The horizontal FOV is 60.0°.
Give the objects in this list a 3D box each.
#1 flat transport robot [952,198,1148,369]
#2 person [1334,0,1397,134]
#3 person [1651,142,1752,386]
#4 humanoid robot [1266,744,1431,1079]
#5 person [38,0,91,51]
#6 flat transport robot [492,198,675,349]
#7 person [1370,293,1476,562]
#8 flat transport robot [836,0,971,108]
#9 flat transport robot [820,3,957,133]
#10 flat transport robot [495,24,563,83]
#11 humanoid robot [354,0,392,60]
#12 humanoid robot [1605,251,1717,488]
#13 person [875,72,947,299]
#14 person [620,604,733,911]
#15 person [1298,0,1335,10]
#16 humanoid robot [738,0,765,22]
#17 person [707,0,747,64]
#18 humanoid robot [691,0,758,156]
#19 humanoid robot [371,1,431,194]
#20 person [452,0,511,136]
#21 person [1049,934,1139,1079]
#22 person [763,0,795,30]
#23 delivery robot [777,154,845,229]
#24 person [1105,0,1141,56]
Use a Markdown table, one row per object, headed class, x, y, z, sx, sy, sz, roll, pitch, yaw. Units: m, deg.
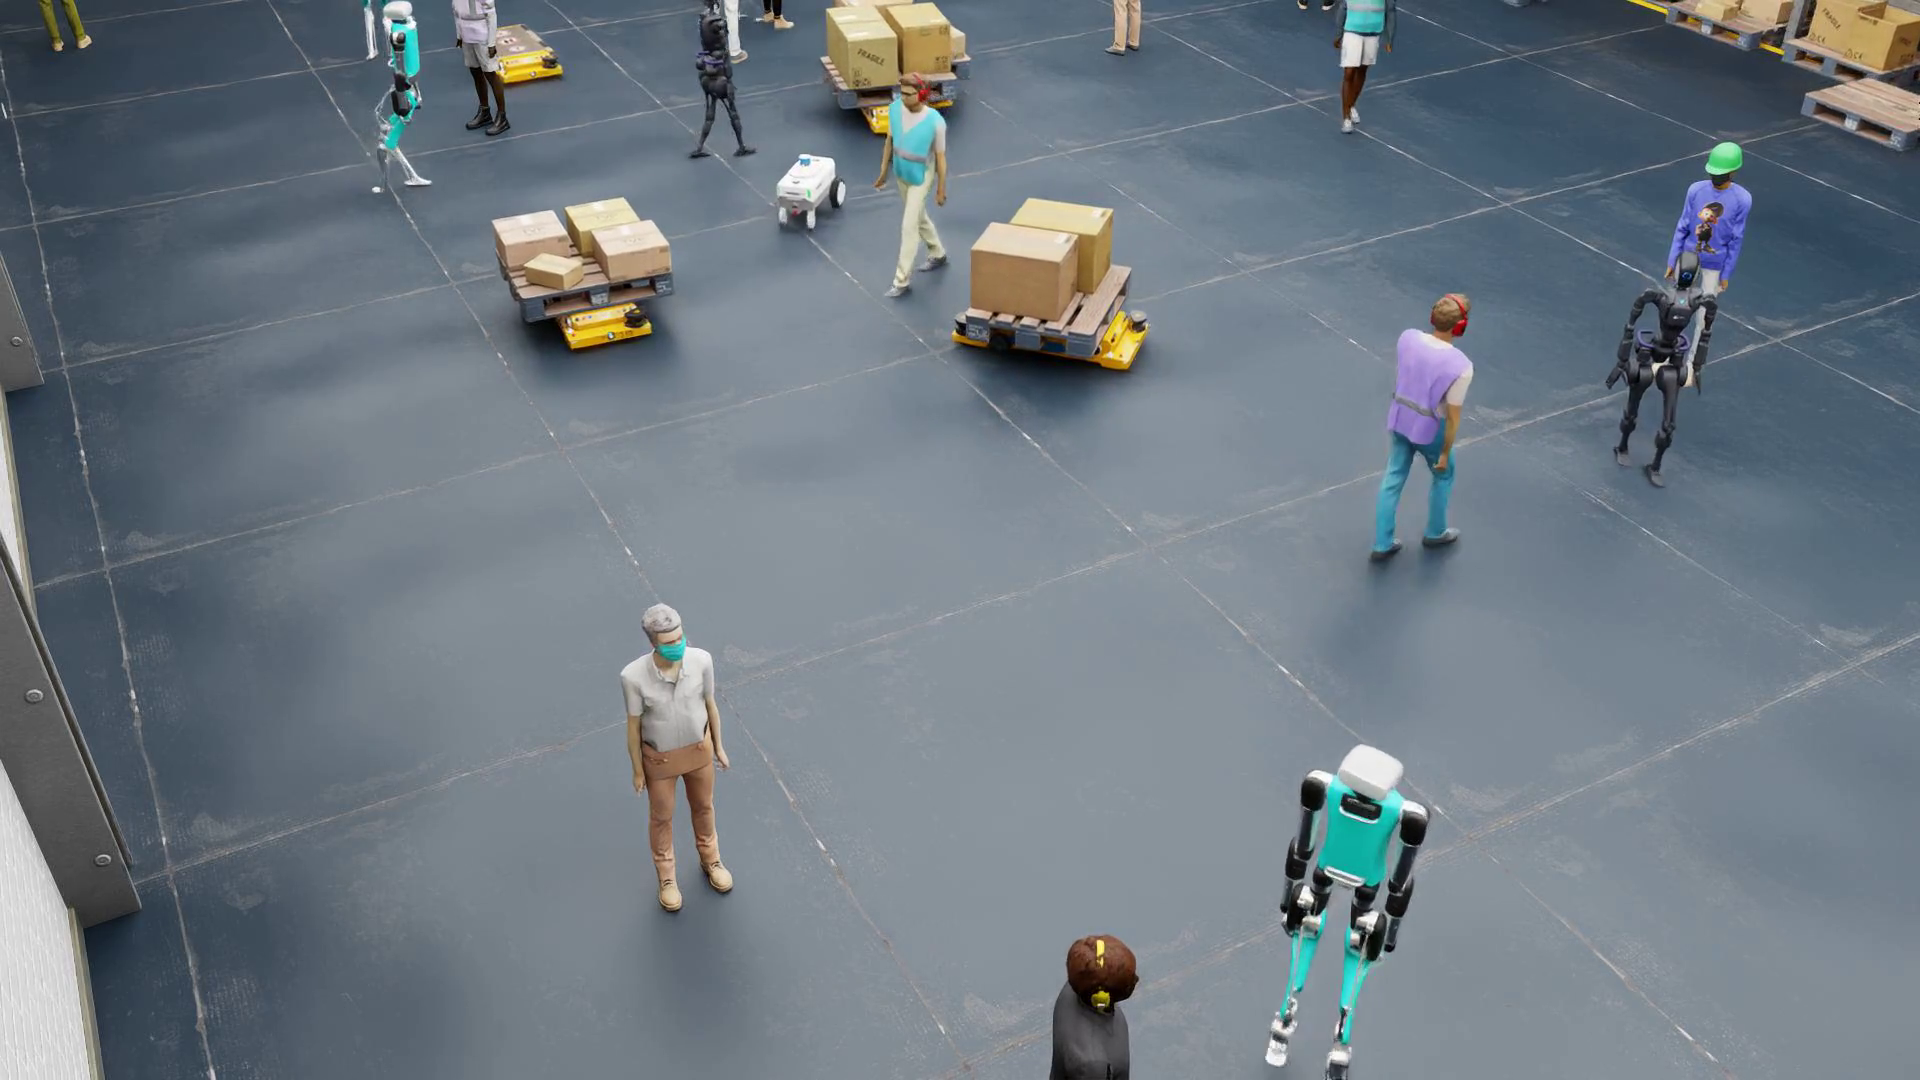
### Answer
| class | x | y | z | sx | sy | sz | roll | pitch | yaw |
| --- | --- | --- | --- | --- | --- | --- | --- | --- | --- |
| flat transport robot | 0.712 | -1.672 | 13.102 | 1.431 | 0.231 | 0.659 | 11 | 37 | 15 |
| person | 4.016 | -4.960 | 16.367 | 0.575 | 1.906 | 0.839 | -3 | 35 | -4 |
| person | 5.451 | -2.037 | 12.241 | 0.473 | 1.861 | 0.369 | 25 | 42 | 31 |
| humanoid robot | 1.523 | 1.746 | 6.971 | 0.531 | 1.799 | 0.798 | 17 | 38 | 23 |
| person | -10.139 | -6.361 | 18.430 | 0.535 | 1.836 | 0.368 | -11 | 37 | -16 |
| flat transport robot | -3.034 | -1.994 | 13.563 | 0.659 | 0.231 | 1.431 | -15 | 38 | -20 |
| person | 2.951 | -0.718 | 10.386 | 0.780 | 1.815 | 0.573 | -26 | 42 | -32 |
| flat transport robot | -0.619 | -4.890 | 17.698 | 0.659 | 0.231 | 1.431 | -11 | 37 | -16 |
| flat transport robot | -0.738 | -4.578 | 17.252 | 0.659 | 0.231 | 1.431 | -9 | 36 | -13 |
| flat transport robot | -4.956 | -5.403 | 18.430 | 0.659 | 0.231 | 1.431 | -18 | 39 | -24 |
| humanoid robot | -6.433 | -6.104 | 18.168 | 0.533 | 1.792 | 0.746 | -7 | 36 | -10 |
| humanoid robot | 4.697 | -1.170 | 11.164 | 0.611 | 1.641 | 0.538 | 5 | 35 | 7 |
| person | -0.376 | -2.935 | 13.590 | 0.875 | 1.821 | 0.580 | -29 | 44 | -35 |
| person | -1.353 | 1.029 | 7.956 | 0.469 | 1.750 | 0.321 | -16 | 38 | -22 |
| person | 4.300 | -7.269 | 19.616 | 0.613 | 1.963 | 0.361 | 7 | 36 | 10 |
| humanoid robot | -2.605 | -6.860 | 19.225 | 0.875 | 1.760 | 0.548 | -21 | 40 | -27 |
| person | -2.595 | -6.147 | 18.092 | 0.574 | 1.880 | 0.353 | 15 | 38 | 20 |
| humanoid robot | -2.321 | -4.474 | 15.903 | 0.674 | 1.643 | 0.588 | -20 | 40 | -26 |
| humanoid robot | -5.234 | -3.965 | 15.192 | 0.808 | 1.884 | 0.544 | -1 | 35 | -1 |
| person | -4.775 | -4.947 | 16.327 | 0.551 | 1.933 | 0.369 | 24 | 41 | 30 |
| person | 0.493 | 2.163 | 6.227 | 0.356 | 1.876 | 0.494 | 0 | 35 | 1 |
| person | -2.118 | -6.744 | 19.104 | 0.318 | 1.690 | 0.529 | -19 | 39 | -25 |
| delivery robot | -1.380 | -3.194 | 15.006 | 0.499 | 0.571 | 0.756 | 9 | 36 | 13 |
| person | 1.818 | -6.217 | 18.365 | 0.468 | 1.674 | 0.378 | -26 | 43 | -32 |
